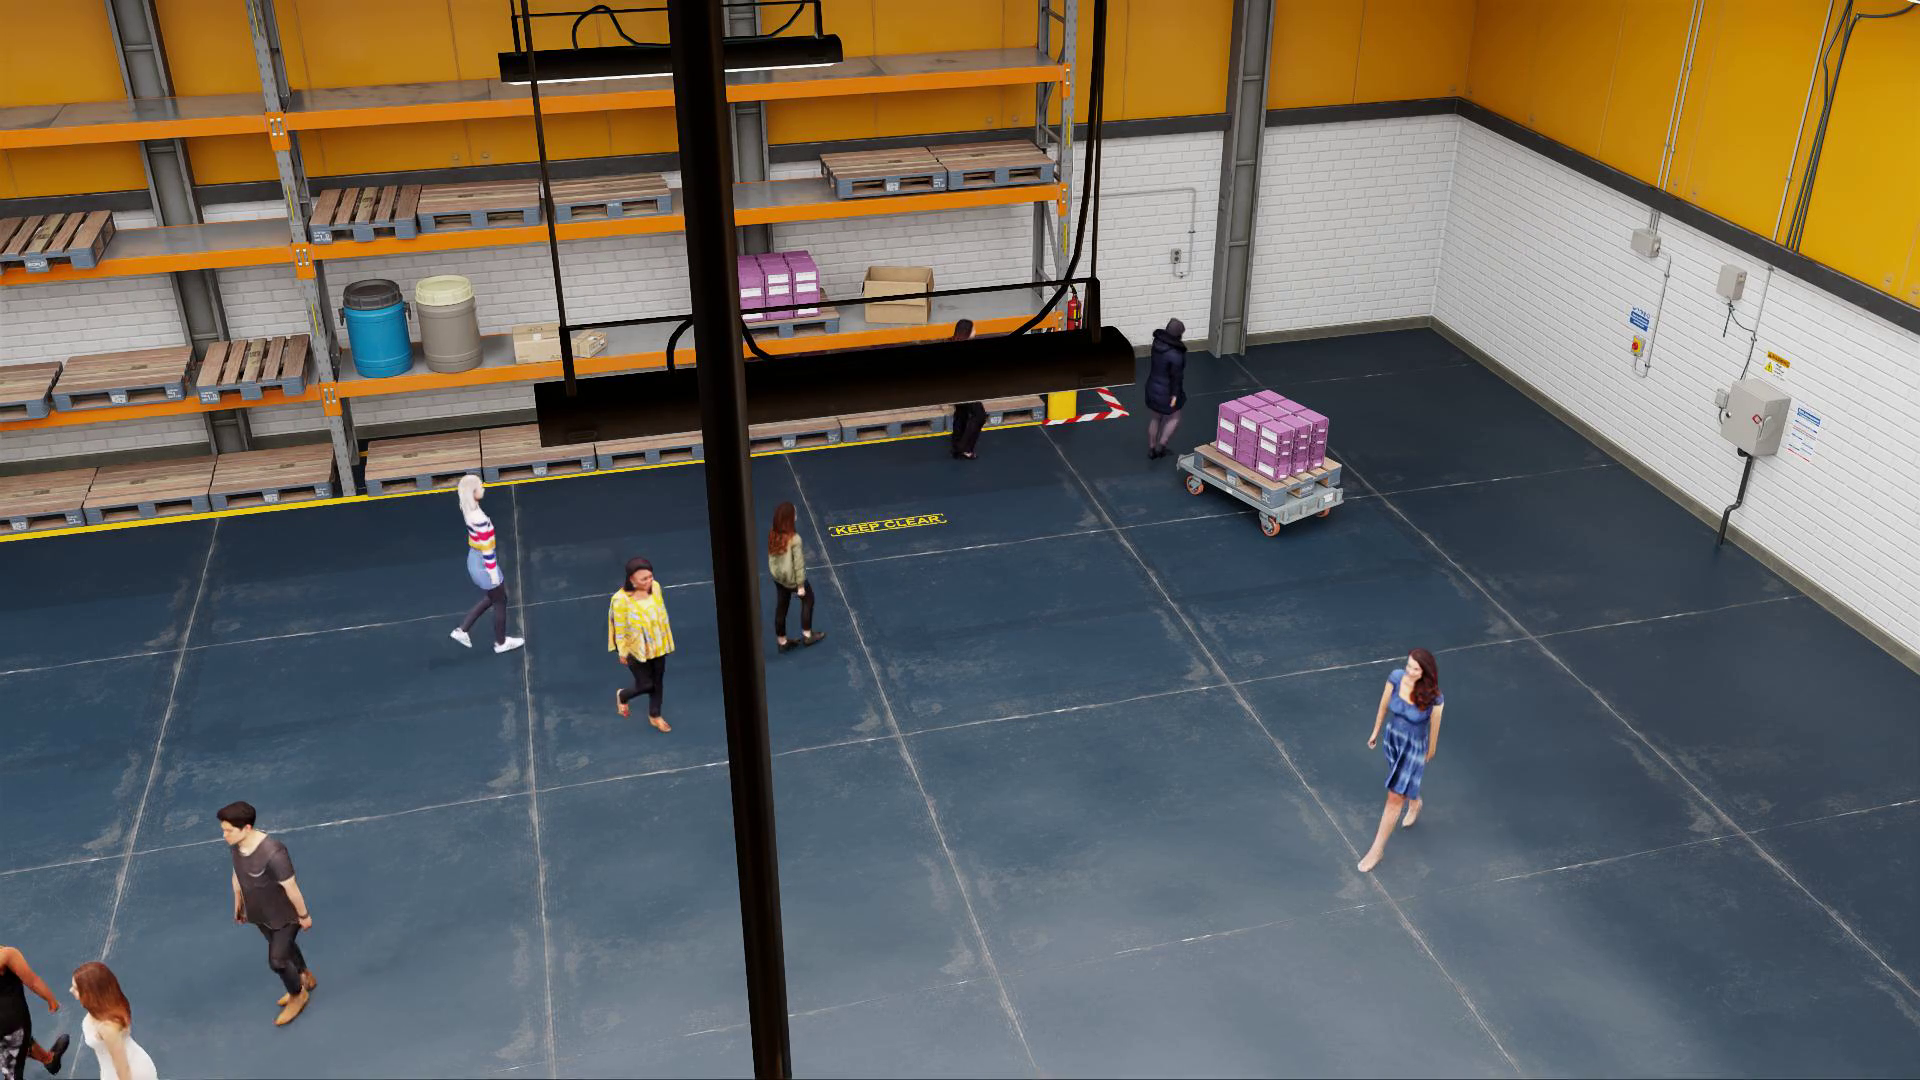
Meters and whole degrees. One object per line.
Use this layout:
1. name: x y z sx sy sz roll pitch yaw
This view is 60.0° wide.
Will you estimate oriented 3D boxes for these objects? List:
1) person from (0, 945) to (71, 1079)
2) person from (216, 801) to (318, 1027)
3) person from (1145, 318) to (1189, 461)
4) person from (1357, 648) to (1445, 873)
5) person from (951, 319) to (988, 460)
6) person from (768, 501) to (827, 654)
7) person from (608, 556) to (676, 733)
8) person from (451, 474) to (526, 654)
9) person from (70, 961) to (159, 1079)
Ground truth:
1. person: -5.784 2.910 9.947 1.058 1.637 0.953 4 29 7
2. person: -4.436 2.355 10.899 0.800 1.699 0.858 16 33 27
3. person: 2.184 -1.630 18.241 0.766 1.665 0.767 -20 34 -32
4. person: 3.330 1.544 12.324 1.250 1.758 0.960 -22 35 -34
5. person: -0.020 -1.626 18.246 0.635 1.651 0.620 -4 29 -7
6. person: -1.569 0.362 14.796 0.770 1.465 0.835 25 37 37
7. person: -2.658 0.850 13.715 0.992 1.645 0.940 19 34 31
8. person: -4.275 0.240 14.675 0.947 1.795 0.801 -17 33 -28
9. person: -4.719 3.060 9.612 0.953 1.692 0.624 -12 31 -20
